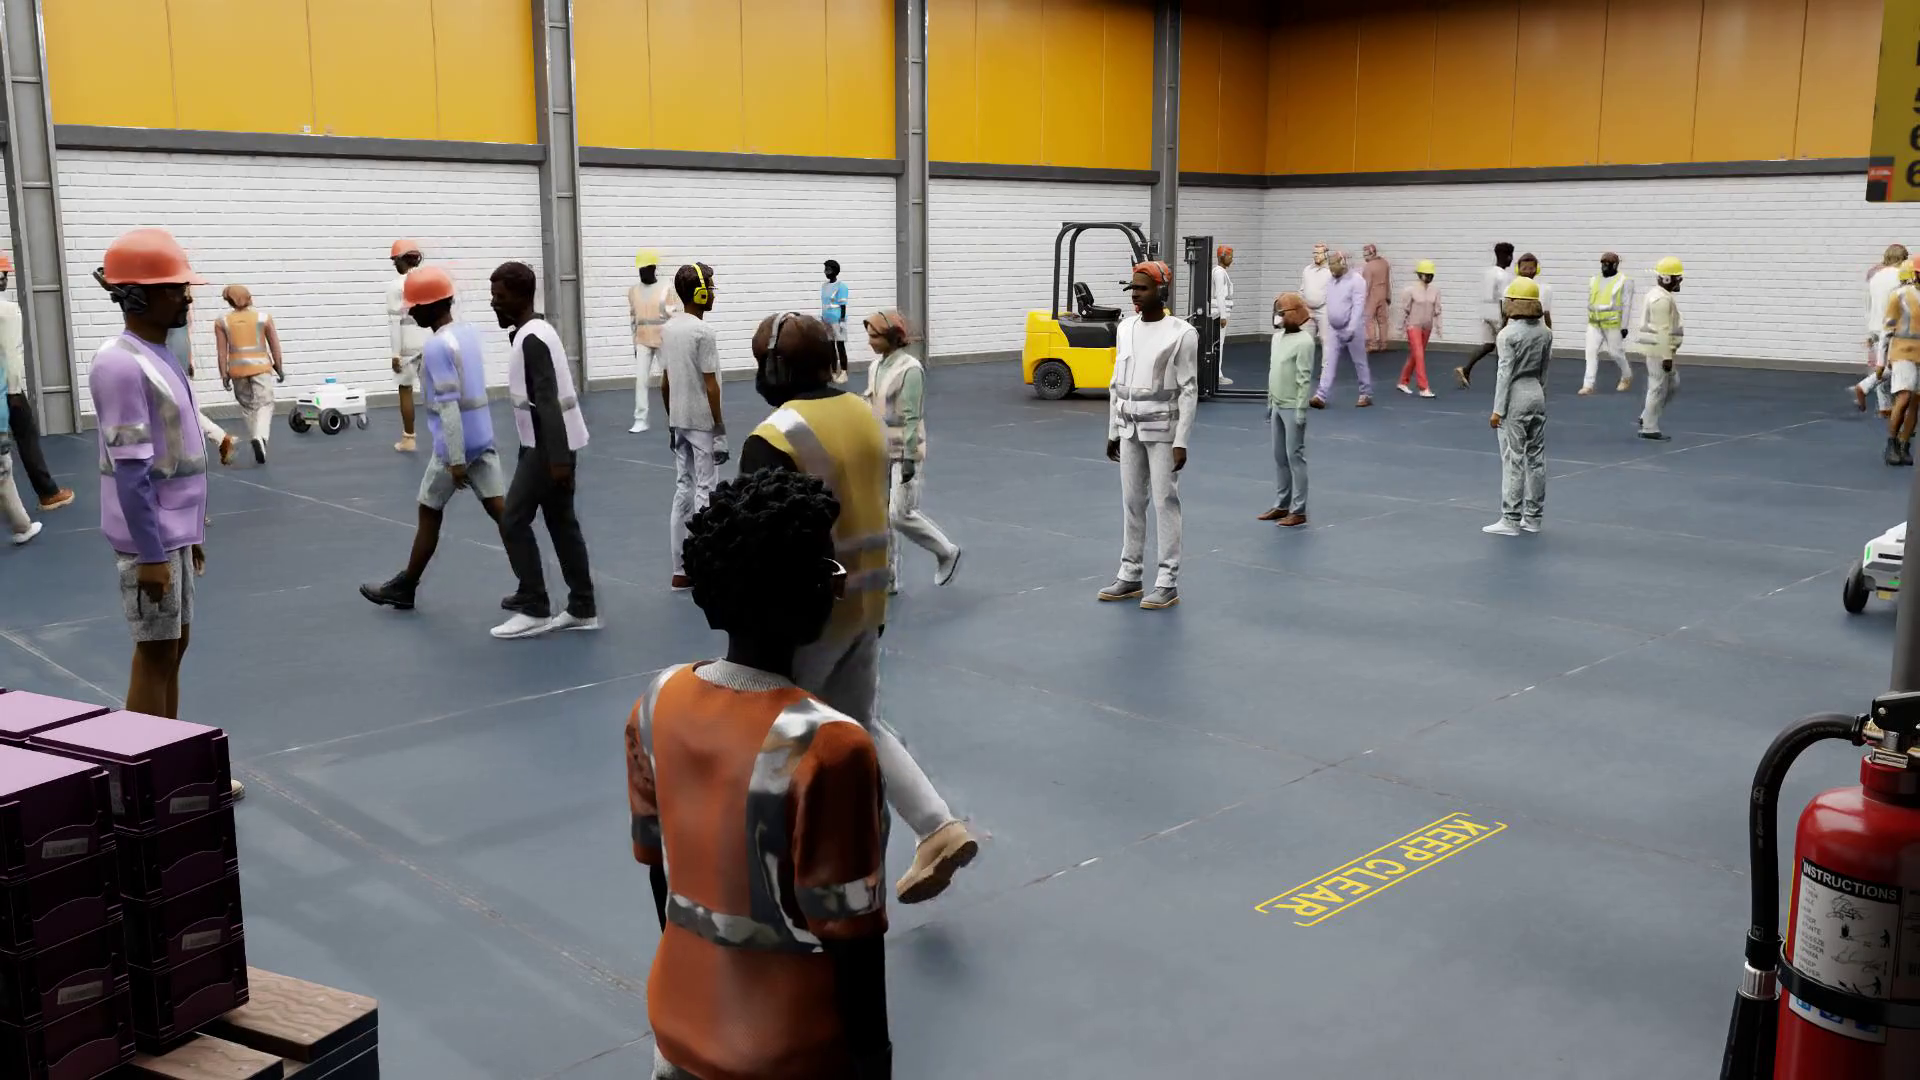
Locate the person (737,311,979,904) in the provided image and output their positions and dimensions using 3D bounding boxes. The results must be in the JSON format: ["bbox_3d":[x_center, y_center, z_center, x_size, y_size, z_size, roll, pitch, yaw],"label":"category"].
[{"bbox_3d":[-0.343,0.234,4.915,0.714,1.813,0.659,7,12,33],"label":"person"}]

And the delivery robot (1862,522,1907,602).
[{"bbox_3d":[5.129,0.076,8.928,0.477,0.478,0.707,10,14,43],"label":"delivery robot"}]

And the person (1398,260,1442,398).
[{"bbox_3d":[5.811,-2.671,21.018,0.527,1.711,0.924,-4,11,-21],"label":"person"}]

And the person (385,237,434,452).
[{"bbox_3d":[-4.962,-1.791,15.413,0.762,2.014,0.641,7,12,32],"label":"person"}]

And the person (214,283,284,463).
[{"bbox_3d":[-6.314,-1.477,14.772,0.525,1.603,0.732,-3,11,-14],"label":"person"}]

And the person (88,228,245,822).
[{"bbox_3d":[-2.705,-0.026,5.677,0.381,2.045,0.605,-3,11,-15],"label":"person"}]

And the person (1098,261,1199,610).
[{"bbox_3d":[1.027,-0.567,9.067,0.354,1.883,0.573,-9,14,-41],"label":"person"}]

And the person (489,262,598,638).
[{"bbox_3d":[-2.163,-0.441,8.370,0.669,1.887,0.635,-2,11,-11],"label":"person"}]

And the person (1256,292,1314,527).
[{"bbox_3d":[2.294,-0.910,11.629,0.275,1.627,0.510,-3,11,-17],"label":"person"}]

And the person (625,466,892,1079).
[{"bbox_3d":[-0.277,0.737,2.464,0.319,1.697,0.532,-10,14,-43],"label":"person"}]

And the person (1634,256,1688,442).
[{"bbox_3d":[6.872,-1.857,16.276,0.437,1.813,0.615,3,11,18],"label":"person"}]

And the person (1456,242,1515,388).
[{"bbox_3d":[6.974,-2.924,21.762,0.768,1.943,0.616,-2,11,-12],"label":"person"}]

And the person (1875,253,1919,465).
[{"bbox_3d":[8.372,-1.581,14.557,0.549,1.902,0.577,1,10,5],"label":"person"}]

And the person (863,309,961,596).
[{"bbox_3d":[-0.286,-0.475,9.256,0.520,1.621,0.535,-7,12,-32],"label":"person"}]

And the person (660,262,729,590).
[{"bbox_3d":[-1.478,-0.622,9.399,0.329,1.873,0.516,-10,14,-43],"label":"person"}]

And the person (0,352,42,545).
[{"bbox_3d":[-6.229,-0.686,10.509,0.525,1.583,0.900,0,10,-1],"label":"person"}]

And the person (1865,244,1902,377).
[{"bbox_3d":[13.099,-3.210,23.426,0.407,1.905,0.638,-10,14,-43],"label":"person"}]

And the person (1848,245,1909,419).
[{"bbox_3d":[10.136,-2.274,18.299,0.659,1.906,0.692,-1,10,-6],"label":"person"}]

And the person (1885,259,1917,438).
[{"bbox_3d":[9.445,-1.852,16.332,0.610,1.793,0.744,-4,11,-19],"label":"person"}]

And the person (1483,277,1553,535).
[{"bbox_3d":[3.781,-0.903,11.278,0.486,1.744,0.311,-6,12,-30],"label":"person"}]

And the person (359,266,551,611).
[{"bbox_3d":[-2.697,-0.517,8.859,1.050,1.862,0.569,2,11,11],"label":"person"}]

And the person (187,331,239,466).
[{"bbox_3d":[-6.728,-1.556,14.325,0.901,1.952,0.648,0,10,-1],"label":"person"}]

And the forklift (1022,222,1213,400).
[{"bbox_3d":[1.935,-2.847,20.651,2.313,2.155,1.214,2,11,13],"label":"forklift"}]

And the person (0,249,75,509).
[{"bbox_3d":[-6.933,-1.121,11.934,0.618,1.943,1.026,2,11,11],"label":"person"}]

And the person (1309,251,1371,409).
[{"bbox_3d":[4.484,-2.456,19.504,1.040,1.834,0.644,-9,14,-39],"label":"person"}]

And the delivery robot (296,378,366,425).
[{"bbox_3d":[-6.482,-1.433,17.158,0.477,0.478,0.707,5,11,24],"label":"delivery robot"}]

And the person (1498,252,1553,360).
[{"bbox_3d":[5.747,-1.990,16.907,0.540,1.853,0.527,2,11,9],"label":"person"}]

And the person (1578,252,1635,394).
[{"bbox_3d":[8.329,-2.770,21.293,0.842,1.817,0.632,-8,13,-36],"label":"person"}]

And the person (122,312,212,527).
[{"bbox_3d":[-5.406,-1.010,11.333,0.371,1.940,0.627,0,10,-1],"label":"person"}]

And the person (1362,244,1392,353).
[{"bbox_3d":[7.193,-4.169,28.766,0.797,1.875,0.407,-10,14,-42],"label":"person"}]

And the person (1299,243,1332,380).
[{"bbox_3d":[5.049,-3.217,23.454,0.644,1.908,0.409,9,14,40],"label":"person"}]

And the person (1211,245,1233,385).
[{"bbox_3d":[3.555,-3.060,22.687,0.355,1.874,0.573,1,10,3],"label":"person"}]

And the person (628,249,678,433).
[{"bbox_3d":[-3.169,-2.084,17.334,0.585,1.892,0.905,3,11,15],"label":"person"}]

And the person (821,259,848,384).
[{"bbox_3d":[-1.731,-2.994,22.829,0.320,1.694,0.536,-9,14,-40],"label":"person"}]
